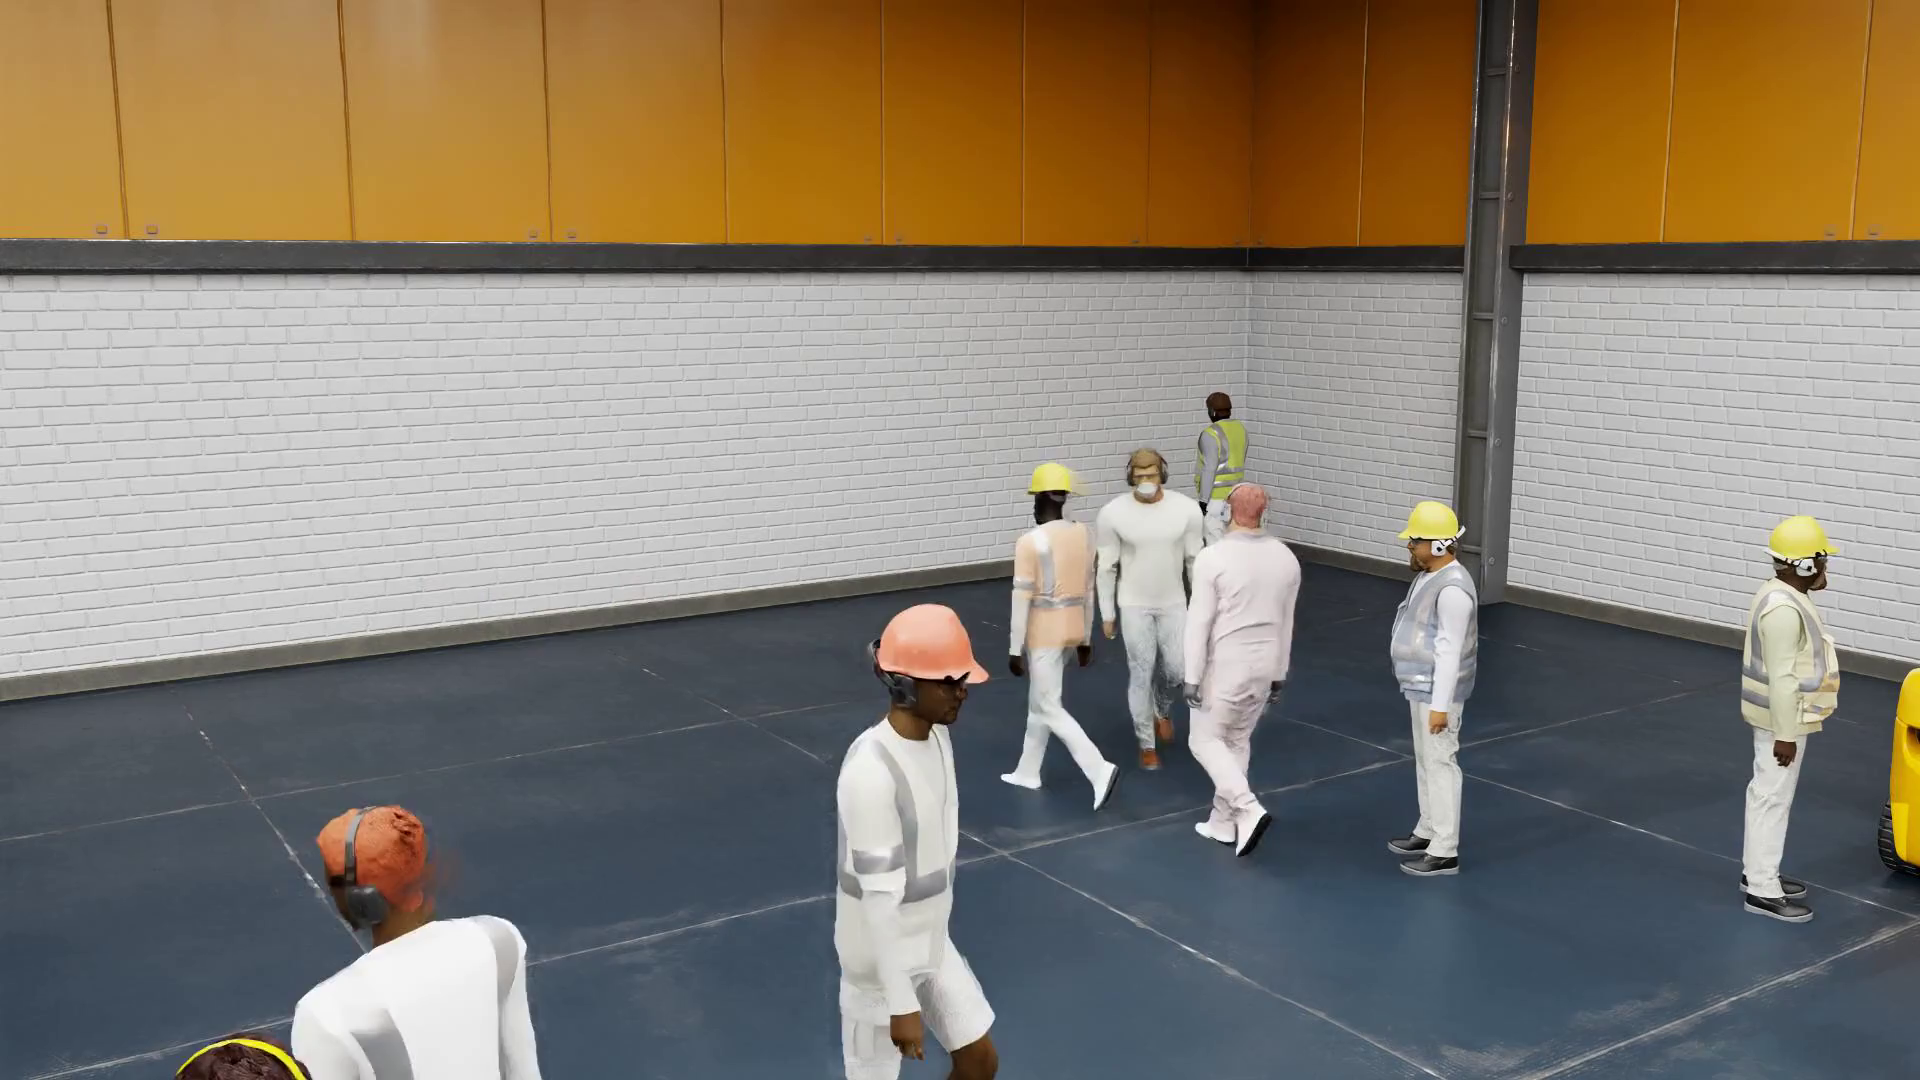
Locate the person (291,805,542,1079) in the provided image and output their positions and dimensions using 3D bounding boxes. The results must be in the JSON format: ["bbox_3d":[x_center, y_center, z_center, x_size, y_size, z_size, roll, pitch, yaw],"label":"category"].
[{"bbox_3d":[-1.120,1.468,3.595,0.977,1.843,0.590,6,11,31],"label":"person"}]

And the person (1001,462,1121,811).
[{"bbox_3d":[0.564,0.525,9.152,0.866,1.892,0.600,9,13,43],"label":"person"}]

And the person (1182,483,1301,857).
[{"bbox_3d":[1.427,0.661,8.339,0.669,1.877,0.612,-6,11,-30],"label":"person"}]

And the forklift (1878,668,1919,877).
[{"bbox_3d":[5.511,0.571,7.906,2.313,2.155,1.214,-6,11,-33],"label":"forklift"}]

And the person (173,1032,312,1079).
[{"bbox_3d":[-1.037,1.632,2.489,0.513,1.873,0.328,0,9,-2],"label":"person"}]

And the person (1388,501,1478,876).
[{"bbox_3d":[2.307,0.717,8.145,0.403,1.826,0.593,1,9,3],"label":"person"}]

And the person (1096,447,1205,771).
[{"bbox_3d":[1.127,0.391,9.835,0.673,1.919,0.536,-1,9,-3],"label":"person"}]

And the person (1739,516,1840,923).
[{"bbox_3d":[3.780,0.800,7.601,0.404,1.836,0.598,4,10,24],"label":"person"}]

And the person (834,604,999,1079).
[{"bbox_3d":[-0.109,1.184,4.750,0.657,2.021,0.635,4,10,24],"label":"person"}]

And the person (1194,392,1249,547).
[{"bbox_3d":[2.298,-0.397,14.808,0.429,1.838,0.634,8,12,41],"label":"person"}]
